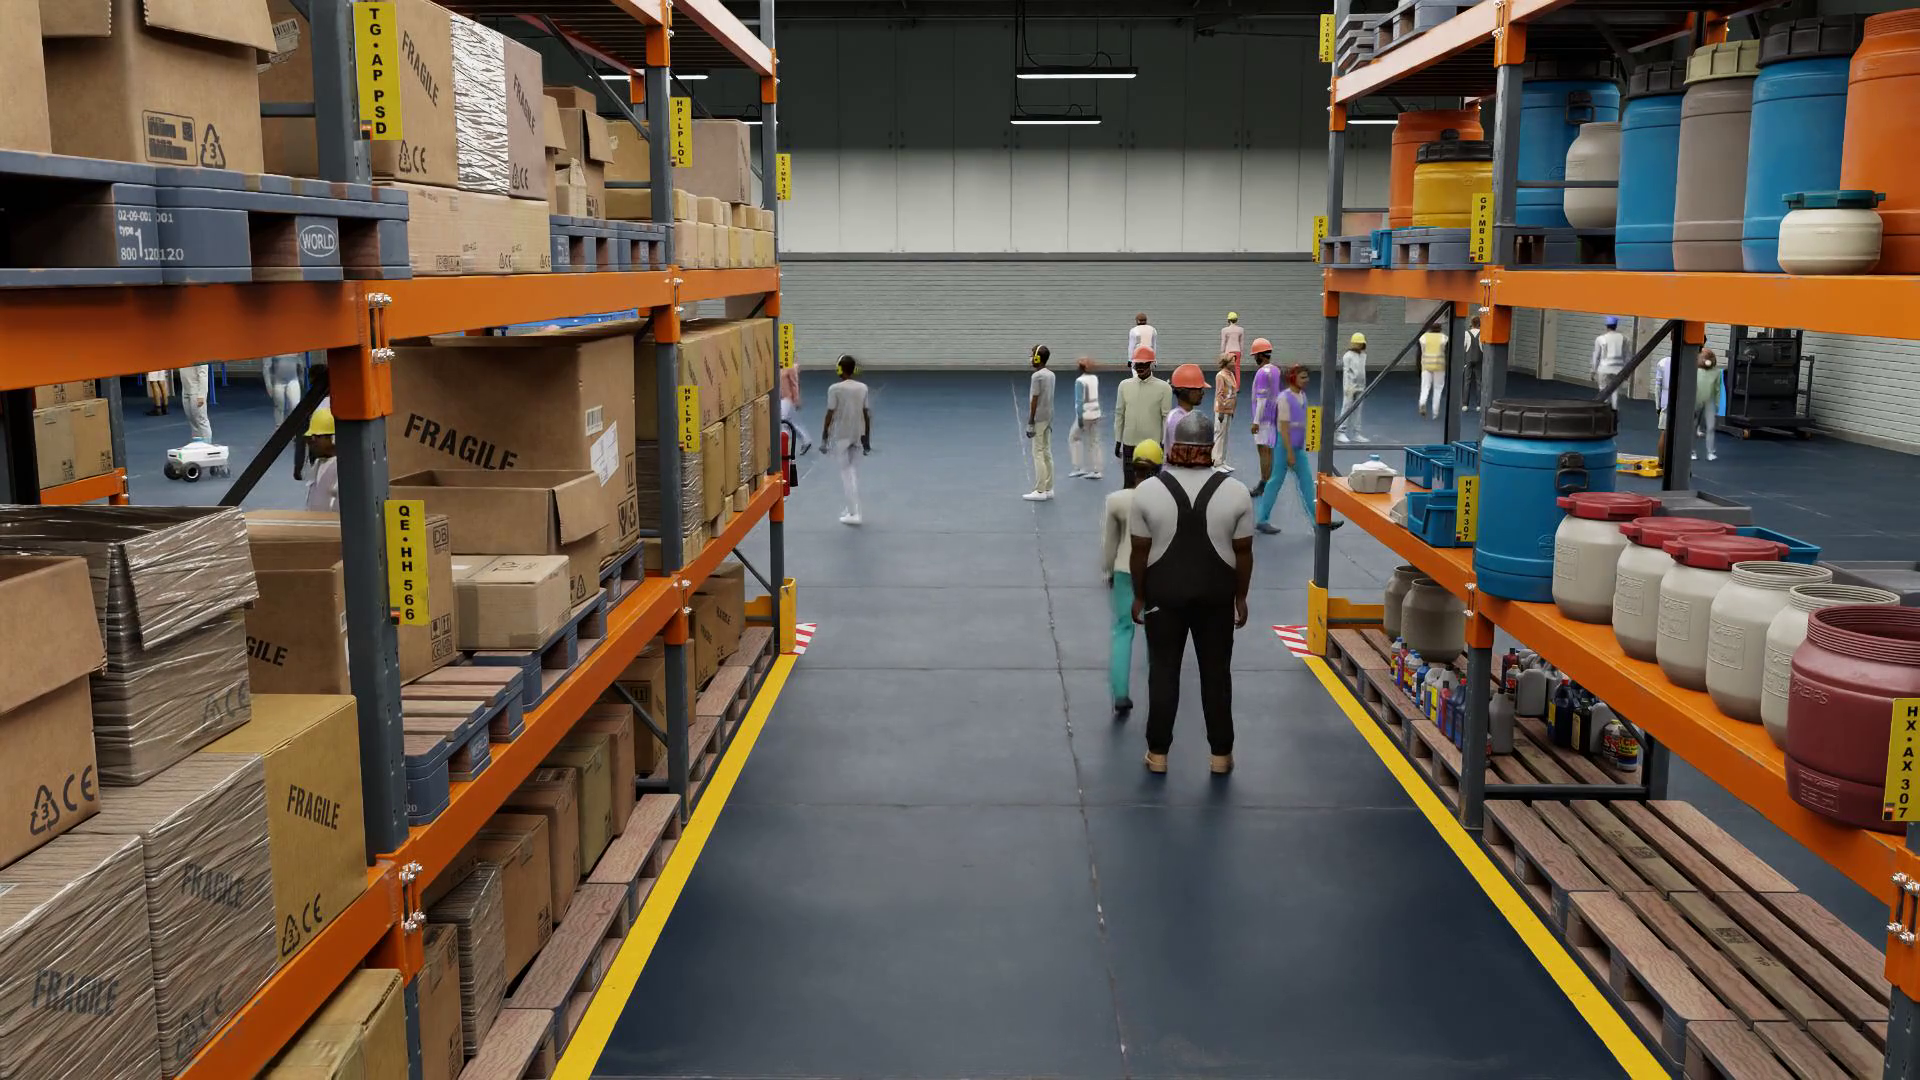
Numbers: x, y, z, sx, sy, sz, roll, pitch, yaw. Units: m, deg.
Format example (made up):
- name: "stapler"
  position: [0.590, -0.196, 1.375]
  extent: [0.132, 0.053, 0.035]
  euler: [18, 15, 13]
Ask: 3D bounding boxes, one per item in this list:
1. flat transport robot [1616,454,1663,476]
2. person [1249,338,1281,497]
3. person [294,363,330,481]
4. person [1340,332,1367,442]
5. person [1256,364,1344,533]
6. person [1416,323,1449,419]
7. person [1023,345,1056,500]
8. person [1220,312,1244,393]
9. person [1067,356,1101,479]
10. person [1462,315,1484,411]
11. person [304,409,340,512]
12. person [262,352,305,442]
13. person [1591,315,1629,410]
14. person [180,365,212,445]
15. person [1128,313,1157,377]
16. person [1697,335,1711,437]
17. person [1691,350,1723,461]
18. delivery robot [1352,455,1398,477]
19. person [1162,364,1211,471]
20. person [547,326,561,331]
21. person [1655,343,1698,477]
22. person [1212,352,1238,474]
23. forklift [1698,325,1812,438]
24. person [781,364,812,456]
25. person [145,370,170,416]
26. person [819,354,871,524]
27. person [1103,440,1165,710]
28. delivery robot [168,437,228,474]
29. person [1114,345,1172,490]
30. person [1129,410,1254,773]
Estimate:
- name: "flat transport robot"
  position: [9.019, -1.056, 22.789]
  extent: [0.652, 0.197, 1.431]
  euler: [-8, 12, -40]
- name: "person"
  position: [3.700, -1.499, 20.363]
  extent: [0.374, 1.927, 0.542]
  euler: [5, 11, 29]
- name: "person"
  position: [-6.279, -0.809, 16.425]
  extent: [0.987, 1.872, 0.605]
  euler: [5, 11, 25]
- name: "person"
  position: [6.318, -2.441, 26.558]
  extent: [0.492, 1.741, 0.321]
  euler: [-6, 11, -32]
- name: "person"
  position: [3.532, -0.939, 17.396]
  extent: [0.974, 1.788, 0.593]
  euler: [7, 12, 36]
- name: "person"
  position: [8.669, -3.136, 30.456]
  extent: [0.624, 1.832, 0.546]
  euler: [5, 11, 28]
- name: "person"
  position: [0.971, -1.424, 20.125]
  extent: [0.326, 1.865, 0.517]
  euler: [6, 11, 31]
- name: "person"
  position: [5.974, -4.119, 36.533]
  extent: [0.525, 1.772, 0.308]
  euler: [-2, 10, -11]
- name: "person"
  position: [1.634, -1.612, 21.937]
  extent: [0.547, 1.625, 0.516]
  euler: [8, 12, 39]
- name: "person"
  position: [9.898, -3.403, 32.024]
  extent: [0.506, 1.843, 0.346]
  euler: [3, 10, 16]
- name: "person"
  position: [-4.422, -0.023, 11.815]
  extent: [0.600, 1.827, 0.404]
  euler: [9, 13, 42]
- name: "person"
  position: [-10.608, -2.445, 26.155]
  extent: [0.655, 1.875, 1.038]
  euler: [-6, 11, -33]
- name: "person"
  position: [11.422, -2.988, 29.251]
  extent: [0.633, 1.930, 0.446]
  euler: [1, 9, 3]
- name: "person"
  position: [-10.986, -2.083, 23.845]
  extent: [0.627, 1.935, 0.371]
  euler: [9, 13, 42]
- name: "person"
  position: [3.637, -3.628, 33.390]
  extent: [0.623, 1.839, 0.429]
  euler: [-4, 10, -25]
- name: "person"
  position: [12.074, -2.543, 27.294]
  extent: [0.539, 1.698, 0.319]
  euler: [-1, 10, -8]
- name: "person"
  position: [10.697, -1.926, 23.914]
  extent: [0.513, 1.599, 0.817]
  euler: [2, 10, 10]
- name: "delivery robot"
  position: [4.974, -0.772, 19.958]
  extent: [0.477, 0.478, 0.707]
  euler: [-1, 10, -7]
- name: "person"
  position: [1.807, -0.394, 13.393]
  extent: [0.381, 2.045, 0.605]
  euler: [1, 10, 6]
- name: "person"
  position: [-5.715, -2.056, 23.607]
  extent: [0.630, 1.946, 0.973]
  euler: [3, 10, 16]
- name: "person"
  position: [9.541, -1.799, 22.130]
  extent: [0.365, 1.935, 0.552]
  euler: [-8, 13, -41]
- name: "person"
  position: [3.606, -1.734, 22.637]
  extent: [0.311, 1.636, 0.522]
  euler: [4, 10, 25]
- name: "forklift"
  position: [13.248, -3.165, 27.620]
  extent: [1.129, 2.768, 1.873]
  euler: [0, 9, 1]
- name: "person"
  position: [-2.507, -2.069, 24.357]
  extent: [0.840, 1.732, 0.523]
  euler: [-7, 12, -36]
- name: "person"
  position: [-15.127, -3.308, 31.169]
  extent: [0.373, 1.935, 0.552]
  euler: [1, 10, 8]
- name: "person"
  position: [-1.300, -1.114, 18.325]
  extent: [0.515, 1.848, 0.671]
  euler: [-8, 13, -41]
- name: "person"
  position: [1.177, 0.209, 10.748]
  extent: [0.540, 1.714, 0.904]
  euler: [4, 10, 20]
- name: "delivery robot"
  position: [-10.079, -1.116, 22.020]
  extent: [0.477, 0.478, 0.707]
  euler: [7, 12, 37]
- name: "person"
  position: [1.905, -1.038, 17.396]
  extent: [0.611, 1.995, 0.375]
  euler: [4, 10, 21]
- name: "person"
  position: [1.291, 0.302, 9.366]
  extent: [0.688, 2.000, 0.536]
  euler: [1, 10, 6]
